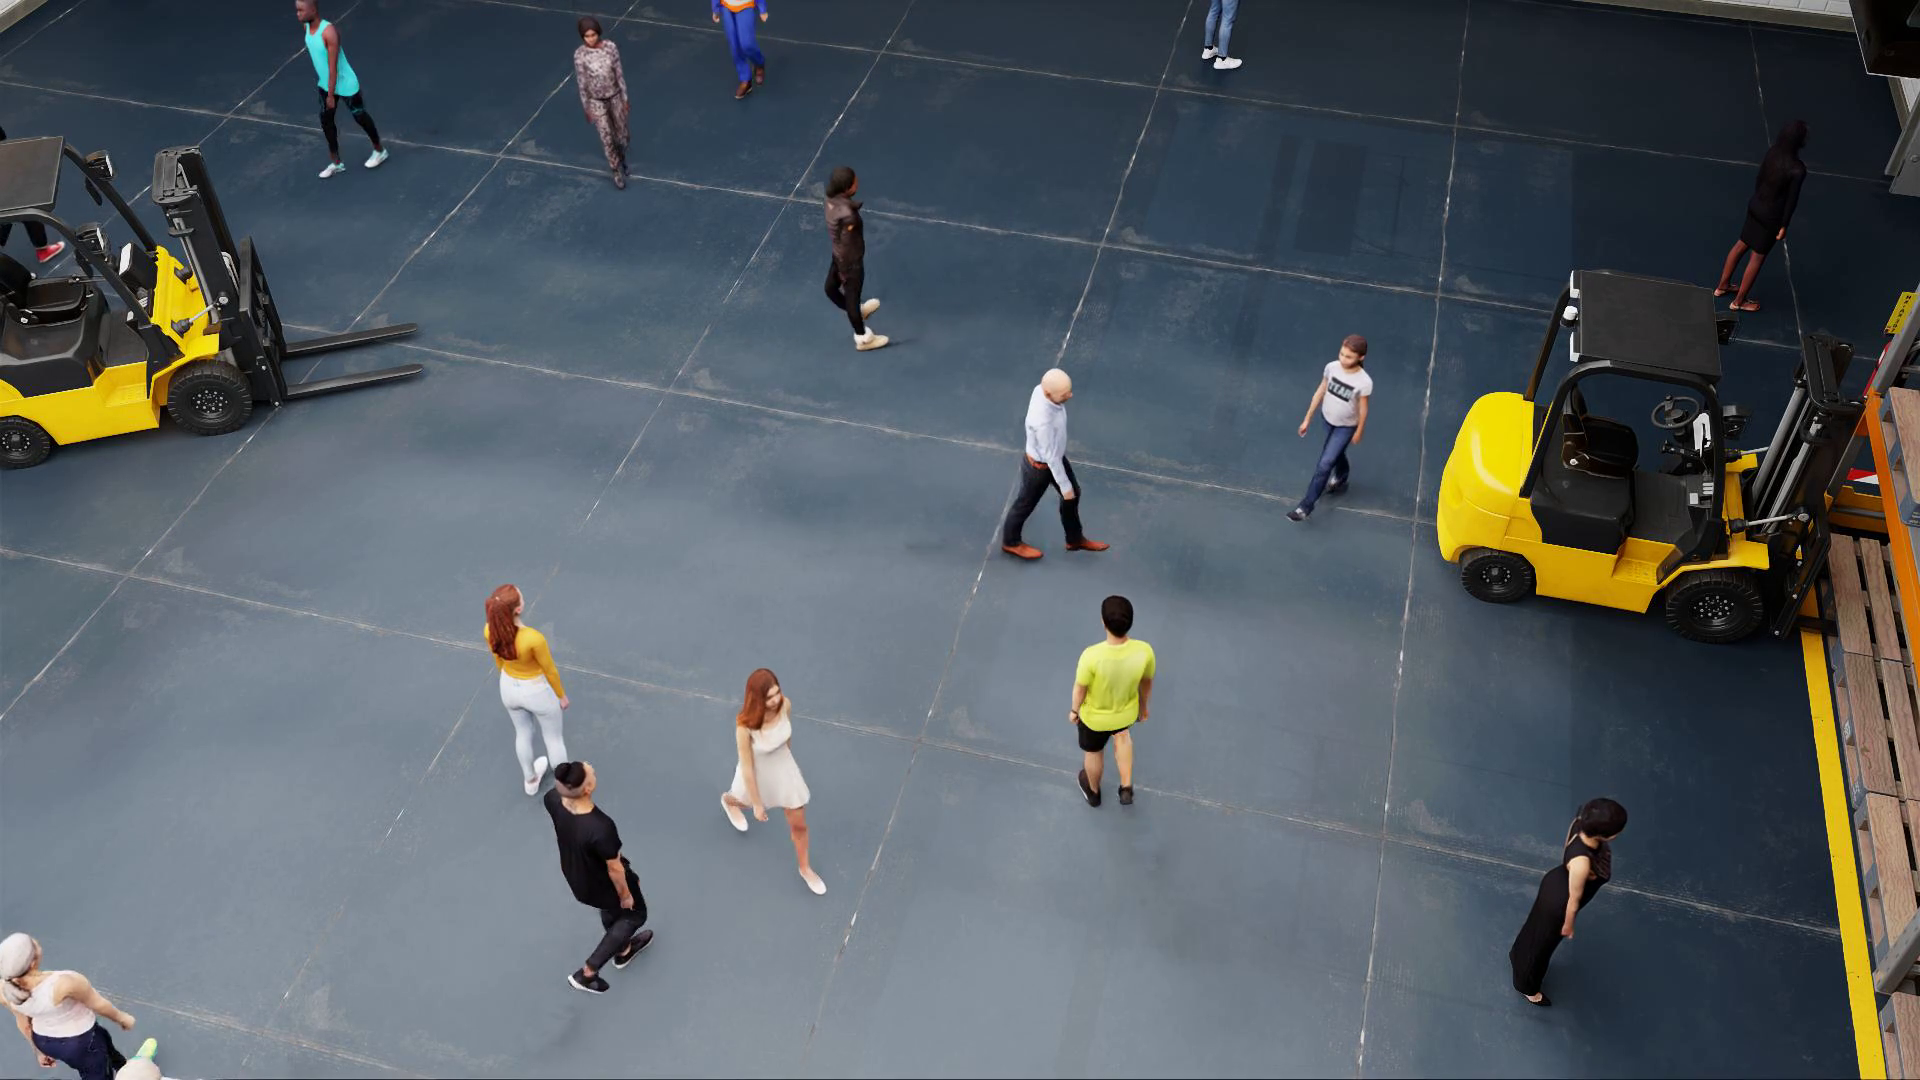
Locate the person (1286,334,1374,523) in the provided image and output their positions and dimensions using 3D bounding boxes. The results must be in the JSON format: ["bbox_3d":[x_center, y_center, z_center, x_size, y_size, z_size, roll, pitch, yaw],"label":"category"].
[{"bbox_3d":[2.802,-0.896,12.124,1.063,1.523,0.902,-30,51,-28],"label":"person"}]

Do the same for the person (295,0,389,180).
[{"bbox_3d":[-5.681,-4.272,15.479,0.798,1.783,1.007,25,49,24],"label":"person"}]

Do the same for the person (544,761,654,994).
[{"bbox_3d":[-2.013,1.844,9.009,0.897,1.853,0.991,33,53,30],"label":"person"}]

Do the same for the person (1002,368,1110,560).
[{"bbox_3d":[0.490,-0.495,11.540,0.714,1.748,0.918,10,44,10],"label":"person"}]

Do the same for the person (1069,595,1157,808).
[{"bbox_3d":[0.925,1.055,9.950,0.803,1.696,0.870,-11,45,-12],"label":"person"}]

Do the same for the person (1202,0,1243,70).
[{"bbox_3d":[2.740,-5.769,16.976,0.812,1.887,0.722,-17,46,-17],"label":"person"}]

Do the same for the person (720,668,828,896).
[{"bbox_3d":[-1.187,1.313,9.697,1.112,1.673,1.091,-27,50,-25],"label":"person"}]

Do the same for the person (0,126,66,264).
[{"bbox_3d":[-8.260,-3.068,14.245,0.708,1.742,0.951,17,46,17],"label":"person"}]

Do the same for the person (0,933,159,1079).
[{"bbox_3d":[-4.451,2.613,8.338,0.744,1.665,1.227,3,44,3],"label":"person"}]

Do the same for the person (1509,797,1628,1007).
[{"bbox_3d":[3.280,1.946,9.080,0.635,1.607,0.442,11,45,12],"label":"person"}]

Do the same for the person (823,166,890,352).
[{"bbox_3d":[-0.795,-2.323,13.526,0.835,1.656,0.792,19,47,19],"label":"person"}]

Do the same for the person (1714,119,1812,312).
[{"bbox_3d":[6.746,-2.723,13.899,0.739,1.720,0.603,-10,44,-10],"label":"person"}]

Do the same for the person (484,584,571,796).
[{"bbox_3d":[-2.600,0.928,10.047,0.562,1.747,0.523,12,45,12],"label":"person"}]

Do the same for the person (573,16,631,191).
[{"bbox_3d":[-3.280,-4.056,15.309,0.735,1.705,0.791,-15,46,-15],"label":"person"}]

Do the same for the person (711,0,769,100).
[{"bbox_3d":[-2.180,-5.321,16.543,0.705,1.834,0.766,13,45,13],"label":"person"}]
